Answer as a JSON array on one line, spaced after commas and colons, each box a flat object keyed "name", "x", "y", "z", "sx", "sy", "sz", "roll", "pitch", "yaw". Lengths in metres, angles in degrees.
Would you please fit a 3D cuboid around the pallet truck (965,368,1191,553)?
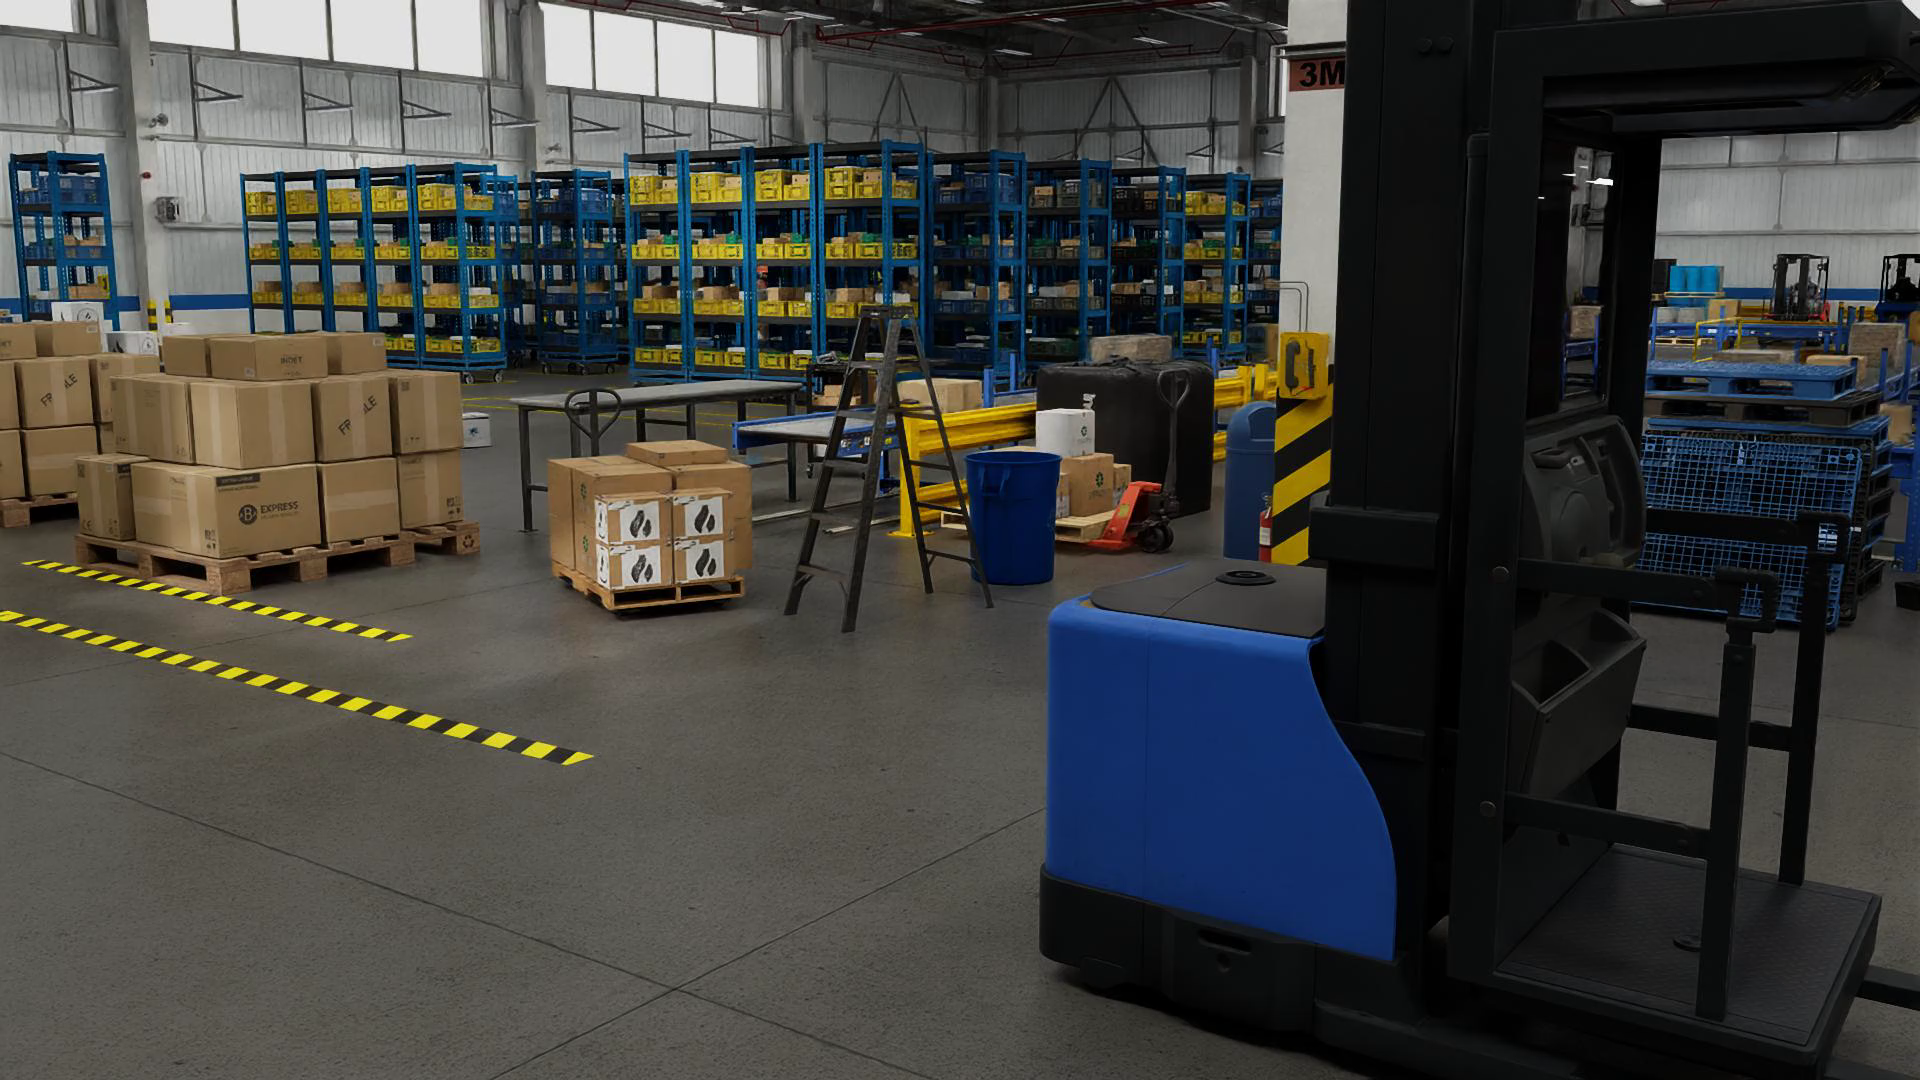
[{"name": "pallet truck", "x": 0.845, "y": -0.609, "z": 11.869, "sx": 1.630, "sy": 1.274, "sz": 0.653, "roll": 7, "pitch": 12, "yaw": 35}]

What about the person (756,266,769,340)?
[{"name": "person", "x": -3.481, "y": -3.927, "z": 29.563, "sx": 0.394, "sy": 1.992, "sz": 0.622, "roll": 2, "pitch": 10, "yaw": 14}]

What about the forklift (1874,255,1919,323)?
[{"name": "forklift", "x": 22.089, "y": -5.634, "z": 38.796, "sx": 1.157, "sy": 1.987, "sz": 2.680, "roll": 6, "pitch": 11, "yaw": 33}]

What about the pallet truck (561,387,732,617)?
[{"name": "pallet truck", "x": -1.981, "y": -0.274, "z": 10.088, "sx": 0.680, "sy": 1.201, "sz": 1.601, "roll": -5, "pitch": 11, "yaw": -28}]

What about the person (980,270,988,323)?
[{"name": "person", "x": 0.480, "y": -5.314, "z": 38.320, "sx": 0.591, "sy": 1.821, "sz": 0.447, "roll": 5, "pitch": 11, "yaw": 29}]

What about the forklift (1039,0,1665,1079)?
[{"name": "forklift", "x": 1.249, "y": -0.137, "z": 4.360, "sx": 1.873, "sy": 2.768, "sz": 1.129, "roll": 7, "pitch": 12, "yaw": 35}]

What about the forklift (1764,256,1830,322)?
[{"name": "forklift", "x": 20.253, "y": -5.854, "z": 40.139, "sx": 1.157, "sy": 1.987, "sz": 2.680, "roll": 7, "pitch": 12, "yaw": 35}]

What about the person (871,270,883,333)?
[{"name": "person", "x": -1.703, "y": -4.520, "z": 33.577, "sx": 0.404, "sy": 1.832, "sz": 0.600, "roll": 1, "pitch": 10, "yaw": 6}]
